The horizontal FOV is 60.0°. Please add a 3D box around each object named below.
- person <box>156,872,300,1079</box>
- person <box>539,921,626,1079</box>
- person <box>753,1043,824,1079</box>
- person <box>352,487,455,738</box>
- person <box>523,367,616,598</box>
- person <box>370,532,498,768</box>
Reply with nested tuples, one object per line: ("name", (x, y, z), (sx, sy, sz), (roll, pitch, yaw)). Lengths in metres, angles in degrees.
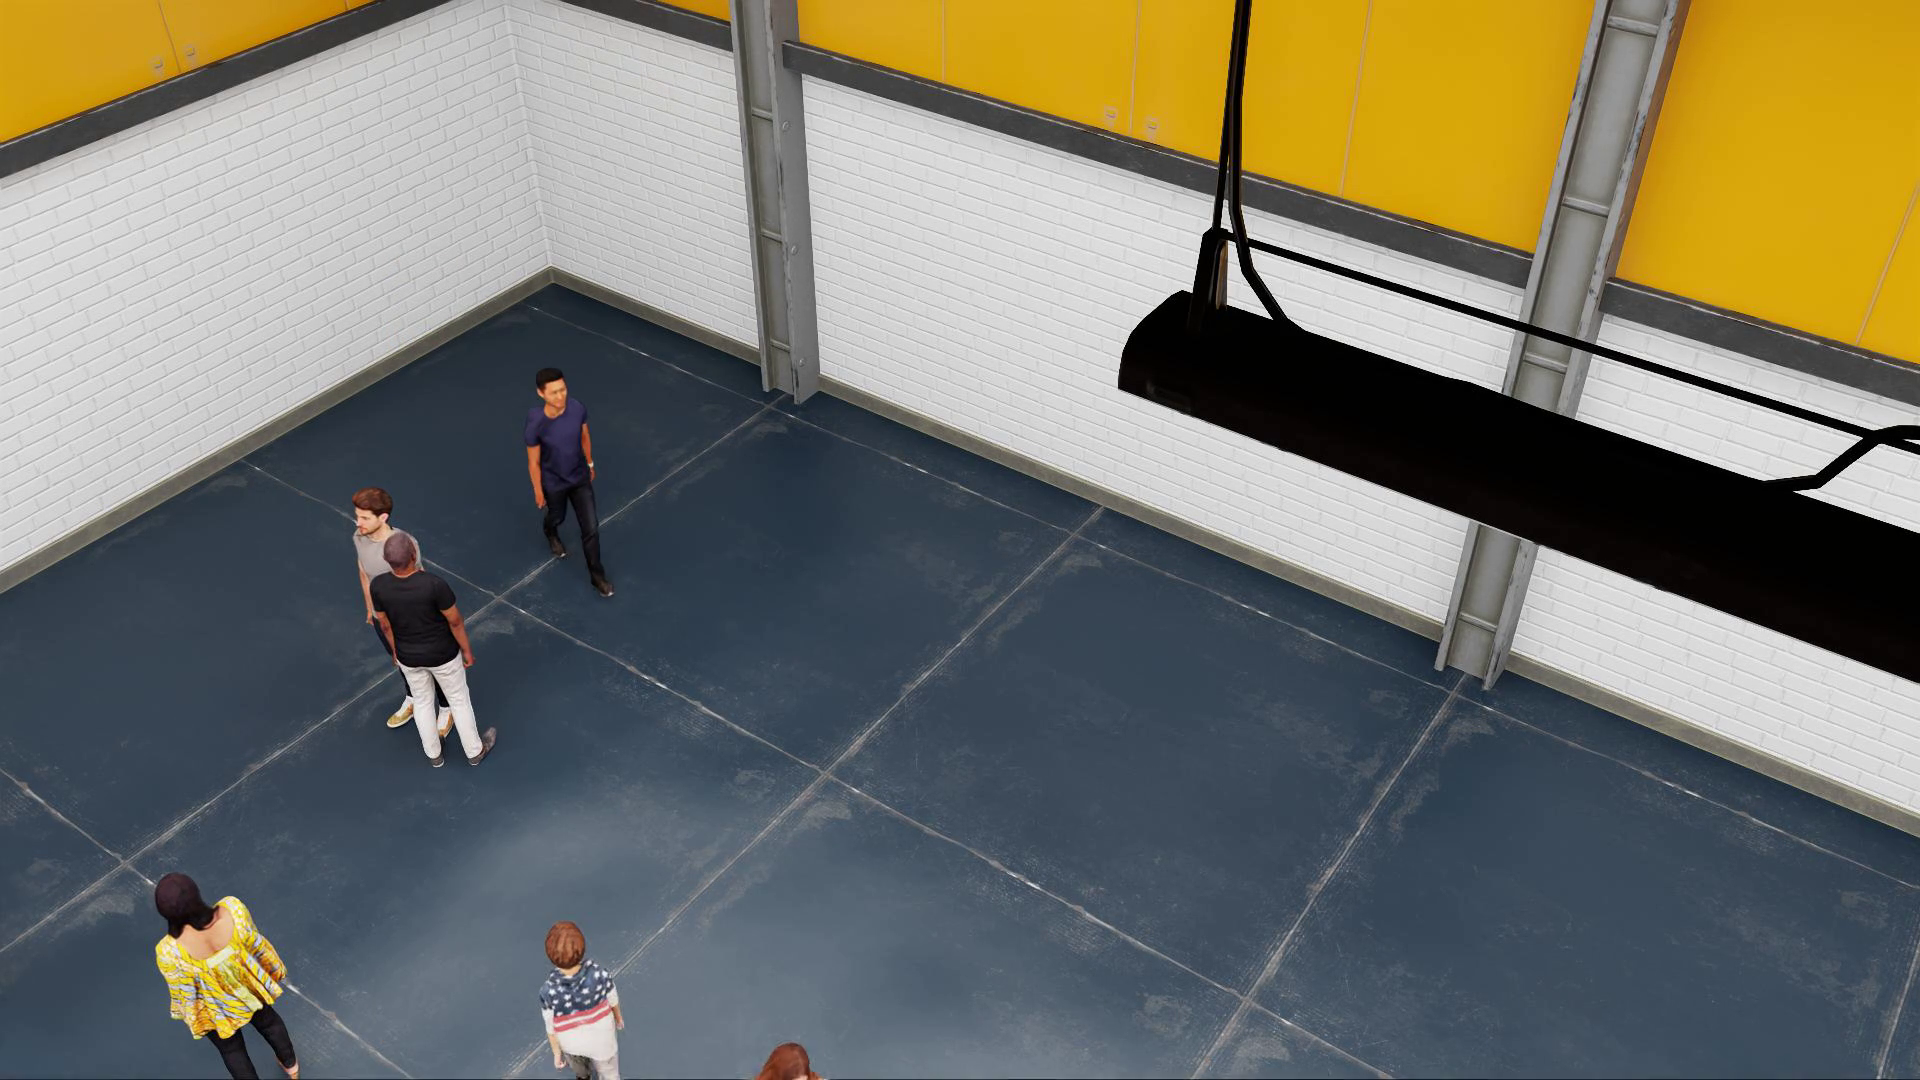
("person", (-3.671, 2.259, 8.323), (0.728, 1.651, 0.697), (24, 45, 27))
("person", (-1.835, 2.483, 8.237), (0.881, 1.407, 1.026), (-13, 40, -15))
("person", (-0.787, 2.753, 7.699), (1.153, 1.657, 1.024), (2, 39, 3))
("person", (-3.495, 0.446, 10.396), (0.568, 1.896, 0.760), (15, 41, 18))
("person", (-2.812, -0.471, 11.655), (0.903, 1.758, 1.207), (-24, 44, -27))
("person", (-3.249, 0.690, 10.164), (0.733, 1.805, 0.819), (-1, 39, -1))
